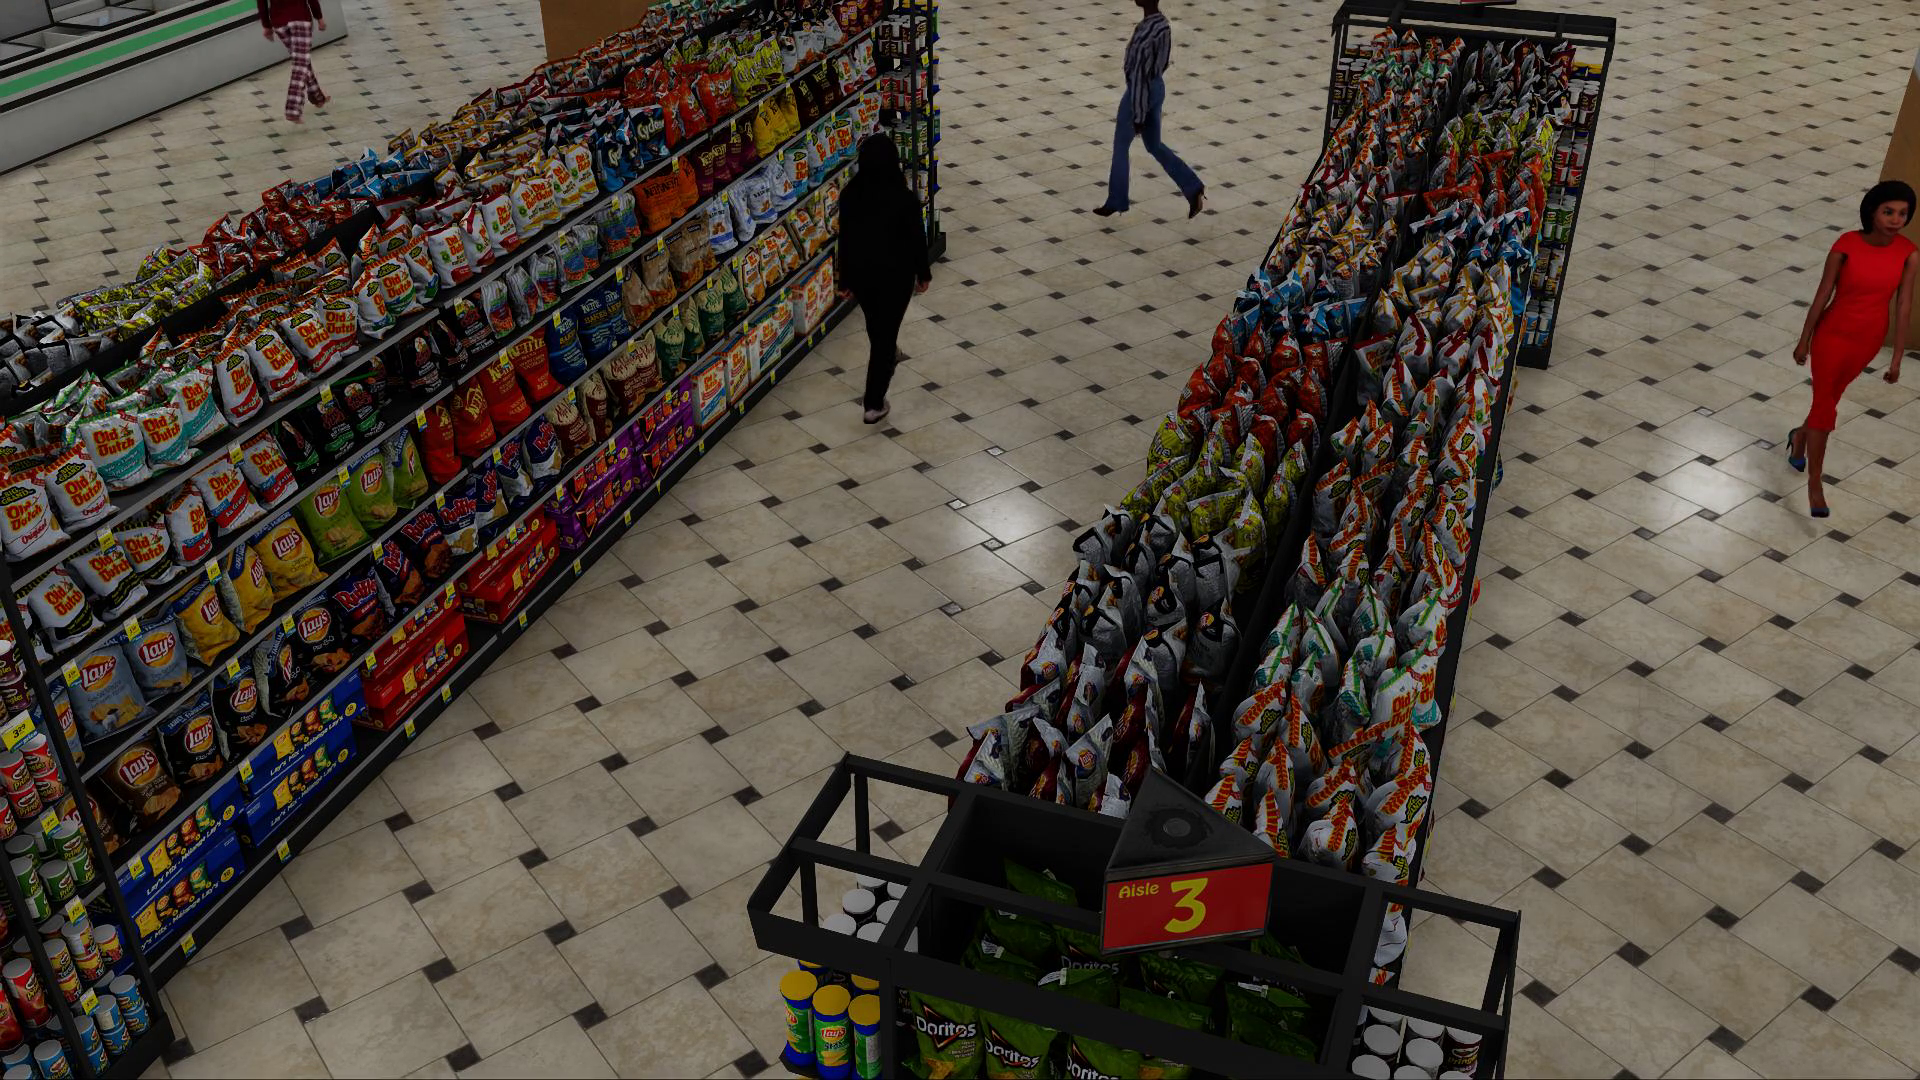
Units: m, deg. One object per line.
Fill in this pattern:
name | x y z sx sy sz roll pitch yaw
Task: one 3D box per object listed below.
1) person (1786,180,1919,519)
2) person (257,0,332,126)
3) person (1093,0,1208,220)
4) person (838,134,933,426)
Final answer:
person | 4.540 -1.023 8.569 0.753 1.696 1.167 4 32 7
person | -5.583 -4.280 13.840 0.770 1.658 1.148 4 32 6
person | 1.395 -3.060 11.777 0.765 1.764 1.041 14 34 21
person | -0.465 -1.416 9.323 0.692 1.567 1.114 9 33 14
